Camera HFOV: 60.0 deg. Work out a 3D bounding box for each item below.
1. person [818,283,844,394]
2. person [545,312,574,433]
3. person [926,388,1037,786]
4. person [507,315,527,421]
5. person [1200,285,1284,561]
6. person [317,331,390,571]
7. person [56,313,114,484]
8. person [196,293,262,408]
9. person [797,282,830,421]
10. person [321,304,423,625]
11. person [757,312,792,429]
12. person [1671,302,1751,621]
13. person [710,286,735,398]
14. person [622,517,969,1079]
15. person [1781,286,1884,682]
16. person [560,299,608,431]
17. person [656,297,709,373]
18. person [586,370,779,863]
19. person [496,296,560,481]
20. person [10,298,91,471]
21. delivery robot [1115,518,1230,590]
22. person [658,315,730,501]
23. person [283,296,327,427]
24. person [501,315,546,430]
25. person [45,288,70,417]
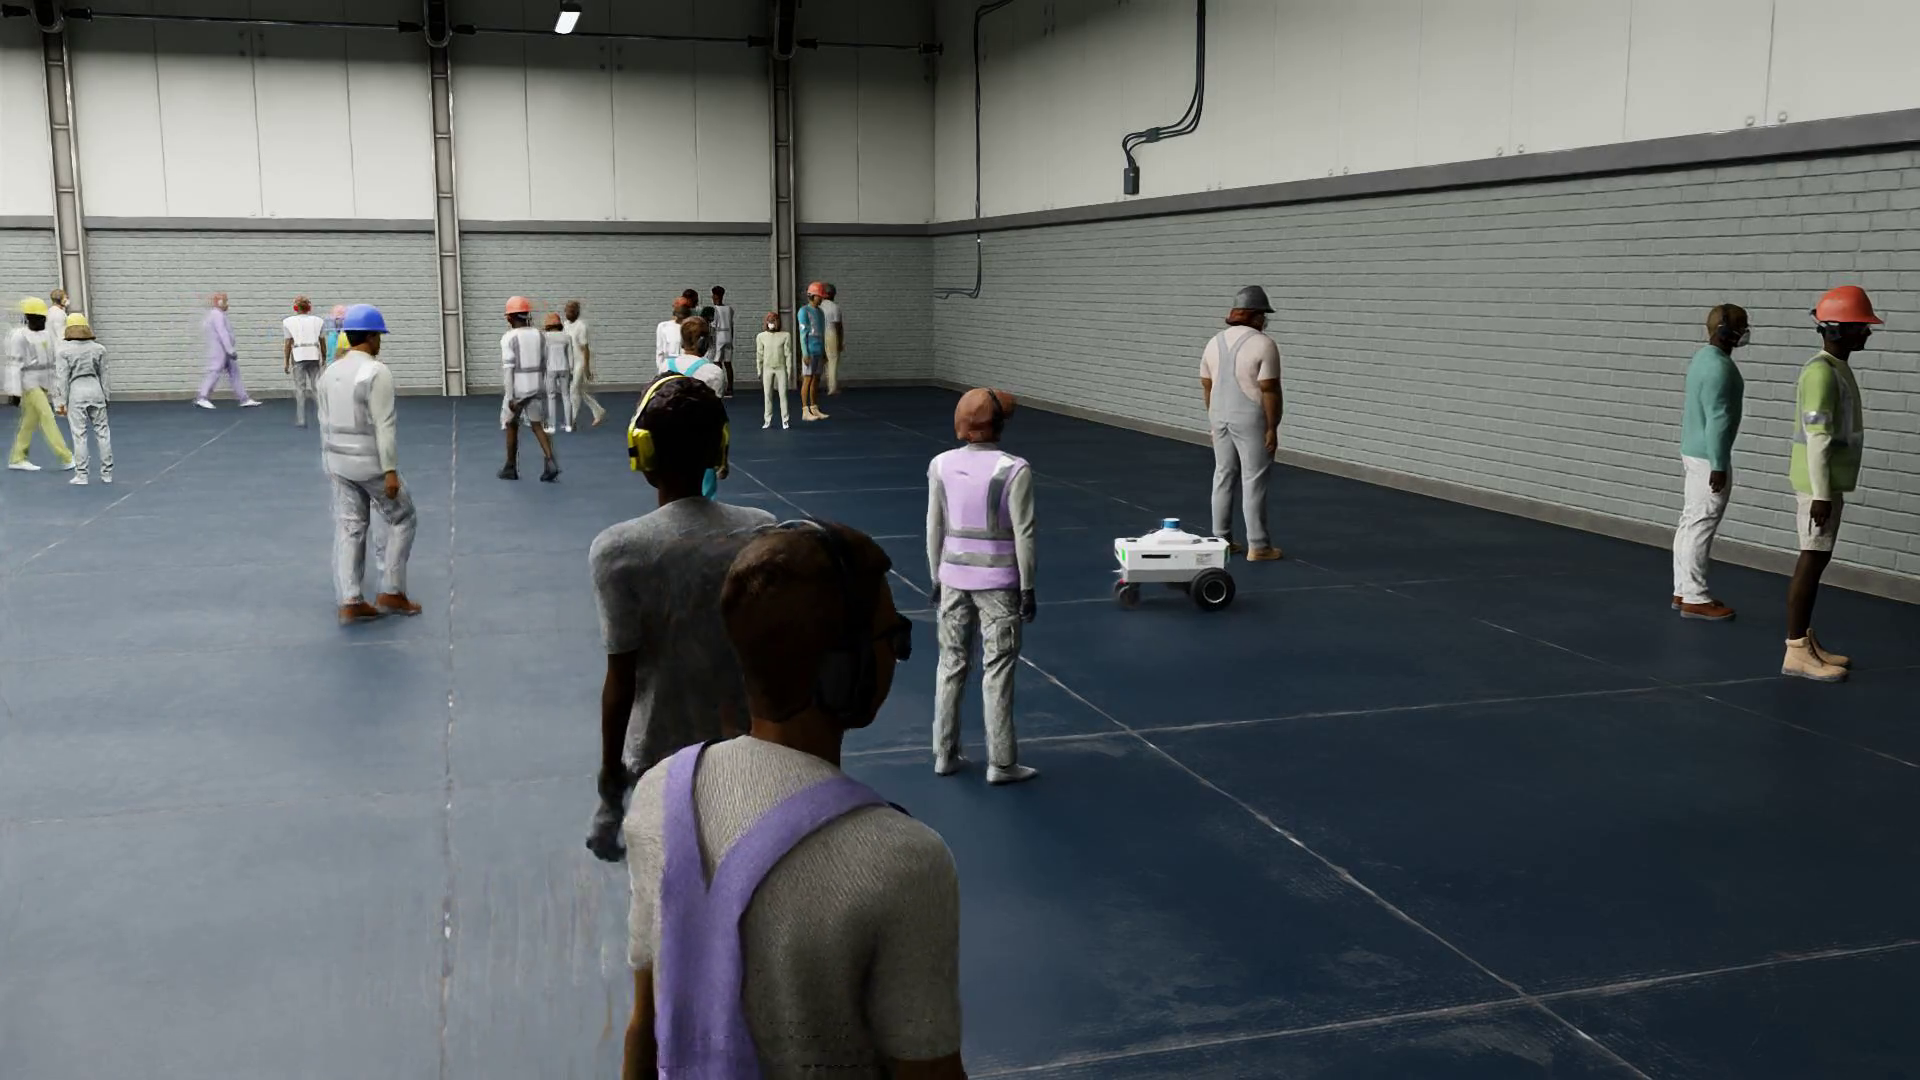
[{"bbox_3d":[-2.341,-3.648,30.079,0.684,2.000,0.541,8,12,42],"label":"person"},{"bbox_3d":[-5.467,-2.261,22.523,0.499,1.633,0.279,-5,10,-30],"label":"person"},{"bbox_3d":[0.081,0.194,6.881,0.524,1.630,0.315,6,11,34],"label":"person"},{"bbox_3d":[-6.524,-2.602,24.489,0.318,1.700,0.536,-3,10,-21],"label":"person"},{"bbox_3d":[2.147,-0.876,12.399,0.536,2.000,0.682,-7,11,-38],"label":"person"},{"bbox_3d":[-4.284,-0.638,11.822,0.484,1.744,0.294,-2,9,-13],"label":"person"},{"bbox_3d":[-8.915,-1.434,16.928,0.305,1.736,0.484,8,12,42],"label":"person"},{"bbox_3d":[-11.901,-3.052,26.867,0.958,1.864,0.647,-3,9,-18],"label":"person"},{"bbox_3d":[-2.132,-2.774,24.514,0.389,2.039,0.605,4,10,25],"label":"person"},{"bbox_3d":[-3.546,-0.458,10.083,0.645,1.924,0.617,6,11,33],"label":"person"},{"bbox_3d":[-2.579,-2.354,23.151,0.499,1.627,0.279,1,9,3],"label":"person"},{"bbox_3d":[4.618,-0.486,10.233,0.369,1.938,0.630,3,9,16],"label":"person"},{"bbox_3d":[-4.186,-3.448,29.040,0.373,1.966,0.605,7,11,39],"label":"person"},{"bbox_3d":[-0.209,0.867,2.082,0.526,1.798,0.980,8,12,42],"label":"person"},{"bbox_3d":[4.542,-0.295,8.682,0.373,2.043,0.614,6,10,32],"label":"person"},{"bbox_3d":[-5.244,-2.433,23.059,0.786,1.815,0.530,-9,12,-43],"label":"person"},{"bbox_3d":[-3.349,-1.946,19.770,0.754,1.874,0.496,-1,9,-8],"label":"person"},{"bbox_3d":[-0.647,0.548,3.884,0.544,1.868,0.336,-8,12,-42],"label":"person"},{"bbox_3d":[-4.465,-1.549,17.098,0.825,1.911,0.549,9,12,44],"label":"person"},{"bbox_3d":[-9.888,-1.666,17.969,0.959,1.875,0.592,0,9,-1],"label":"person"},{"bbox_3d":[1.341,0.106,10.558,0.707,0.478,0.477,0,9,-2],"label":"delivery robot"},{"bbox_3d":[-1.790,-0.588,11.220,0.511,1.837,0.353,4,10,25],"label":"person"},{"bbox_3d":[-9.201,-2.505,23.405,0.570,1.843,0.373,-7,11,-36],"label":"person"},{"bbox_3d":[-6.006,-2.302,22.847,0.657,1.605,0.561,-5,10,-29],"label":"person"},{"bbox_3d":[-13.591,-2.822,25.137,0.376,1.940,0.629,-7,11,-37],"label":"person"}]
